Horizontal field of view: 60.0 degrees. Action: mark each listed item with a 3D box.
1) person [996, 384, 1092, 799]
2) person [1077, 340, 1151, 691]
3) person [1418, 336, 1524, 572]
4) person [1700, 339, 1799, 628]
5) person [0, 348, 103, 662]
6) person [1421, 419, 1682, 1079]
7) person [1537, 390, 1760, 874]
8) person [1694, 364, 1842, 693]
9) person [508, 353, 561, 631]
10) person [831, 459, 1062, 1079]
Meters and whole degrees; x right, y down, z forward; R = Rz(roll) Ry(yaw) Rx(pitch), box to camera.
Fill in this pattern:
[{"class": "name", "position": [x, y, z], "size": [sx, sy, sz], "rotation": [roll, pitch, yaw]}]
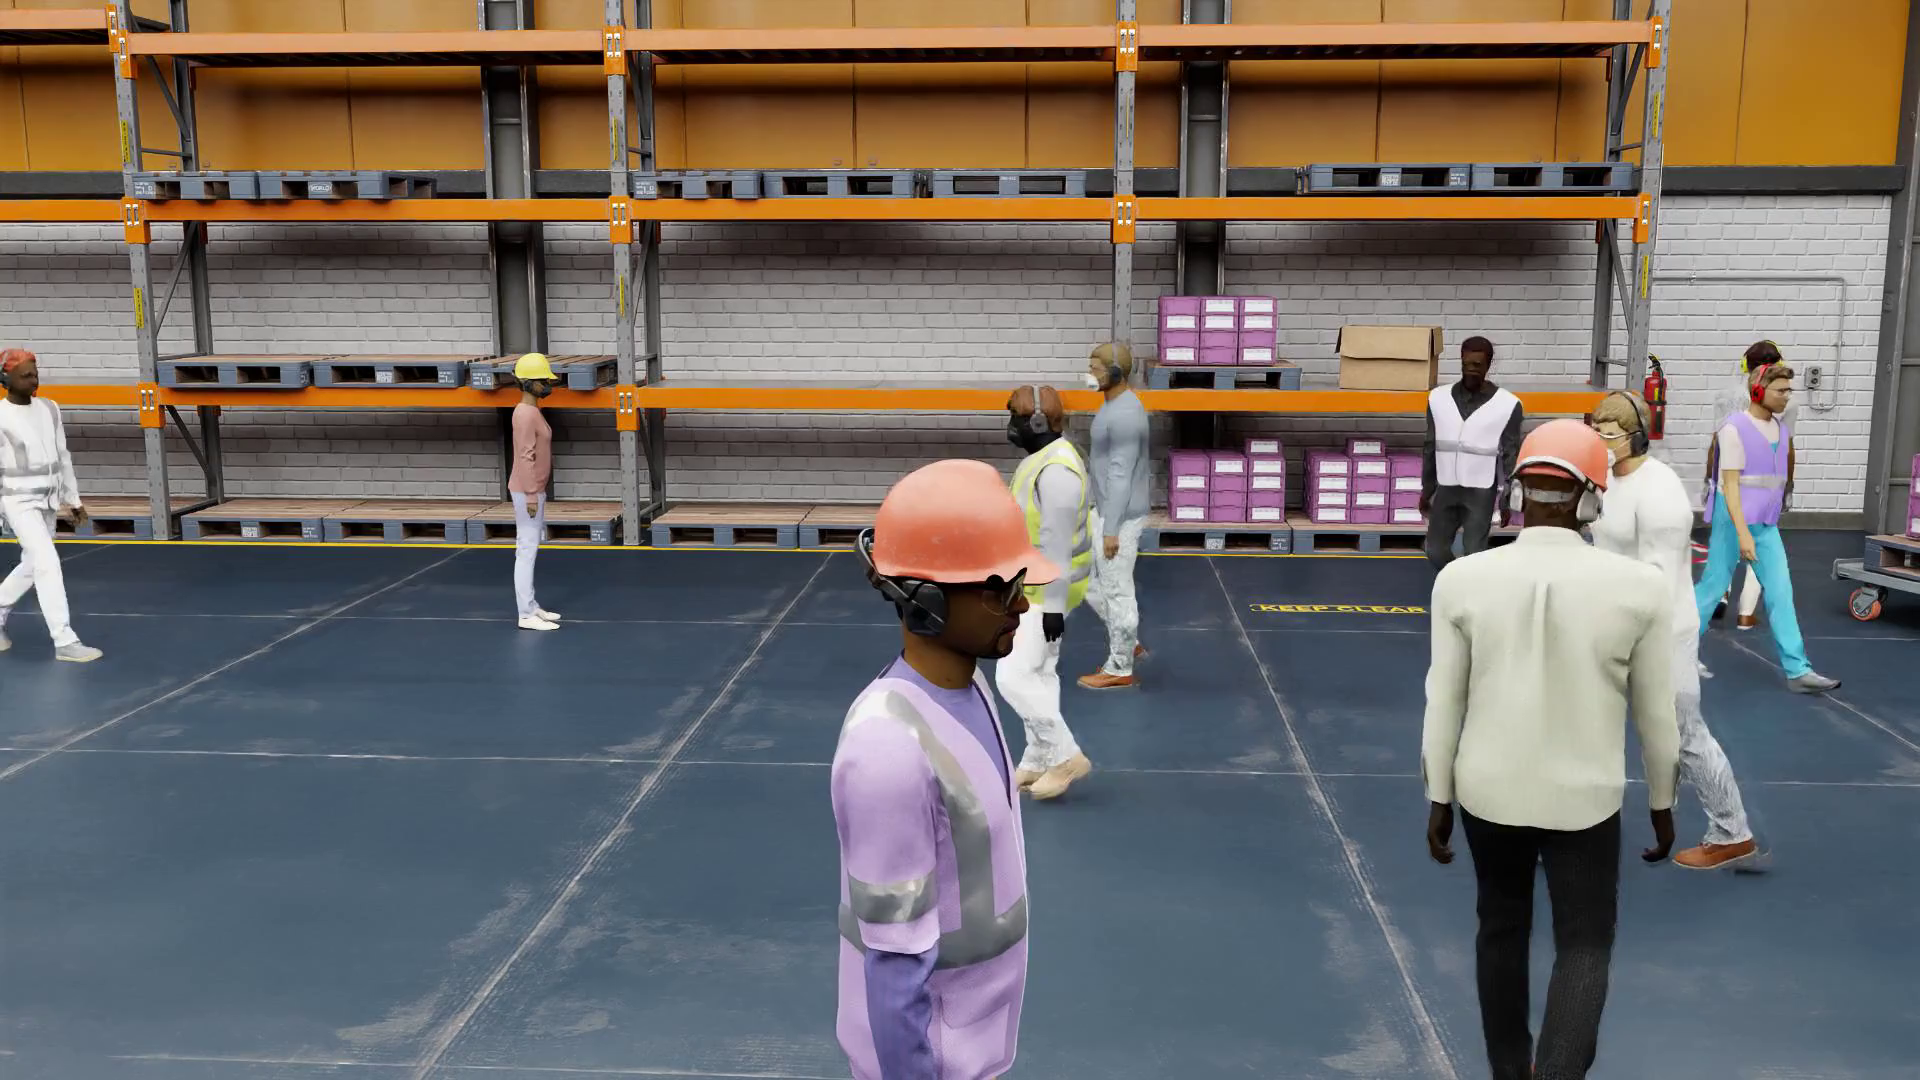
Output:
[{"class": "person", "position": [0.343, 0.237, 7.265], "size": [0.442, 1.832, 0.660], "rotation": [-1, 10, -4]}, {"class": "person", "position": [0.815, -0.117, 9.046], "size": [0.434, 1.928, 0.652], "rotation": [0, 10, -1]}, {"class": "person", "position": [3.127, -0.303, 10.220], "size": [0.613, 1.901, 0.463], "rotation": [7, 12, 37]}, {"class": "person", "position": [5.044, -0.348, 10.652], "size": [0.526, 1.848, 0.385], "rotation": [6, 12, 33]}, {"class": "person", "position": [-5.549, -0.208, 9.825], "size": [0.909, 1.857, 0.578], "rotation": [2, 10, 10]}, {"class": "person", "position": [1.499, 0.680, 4.292], "size": [0.643, 1.960, 0.766], "rotation": [5, 11, 26]}, {"class": "person", "position": [2.602, 0.368, 6.359], "size": [1.050, 1.878, 0.665], "rotation": [0, 10, -2]}, {"class": "person", "position": [4.379, -0.065, 9.145], "size": [0.578, 1.796, 0.935], "rotation": [-5, 11, -28]}, {"class": "person", "position": [-2.723, -0.312, 10.669], "size": [0.331, 1.768, 0.526], "rotation": [-2, 10, -9]}, {"class": "person", "position": [-0.018, 0.873, 2.919], "size": [0.378, 2.044, 0.608], "rotation": [1, 10, 8]}]
